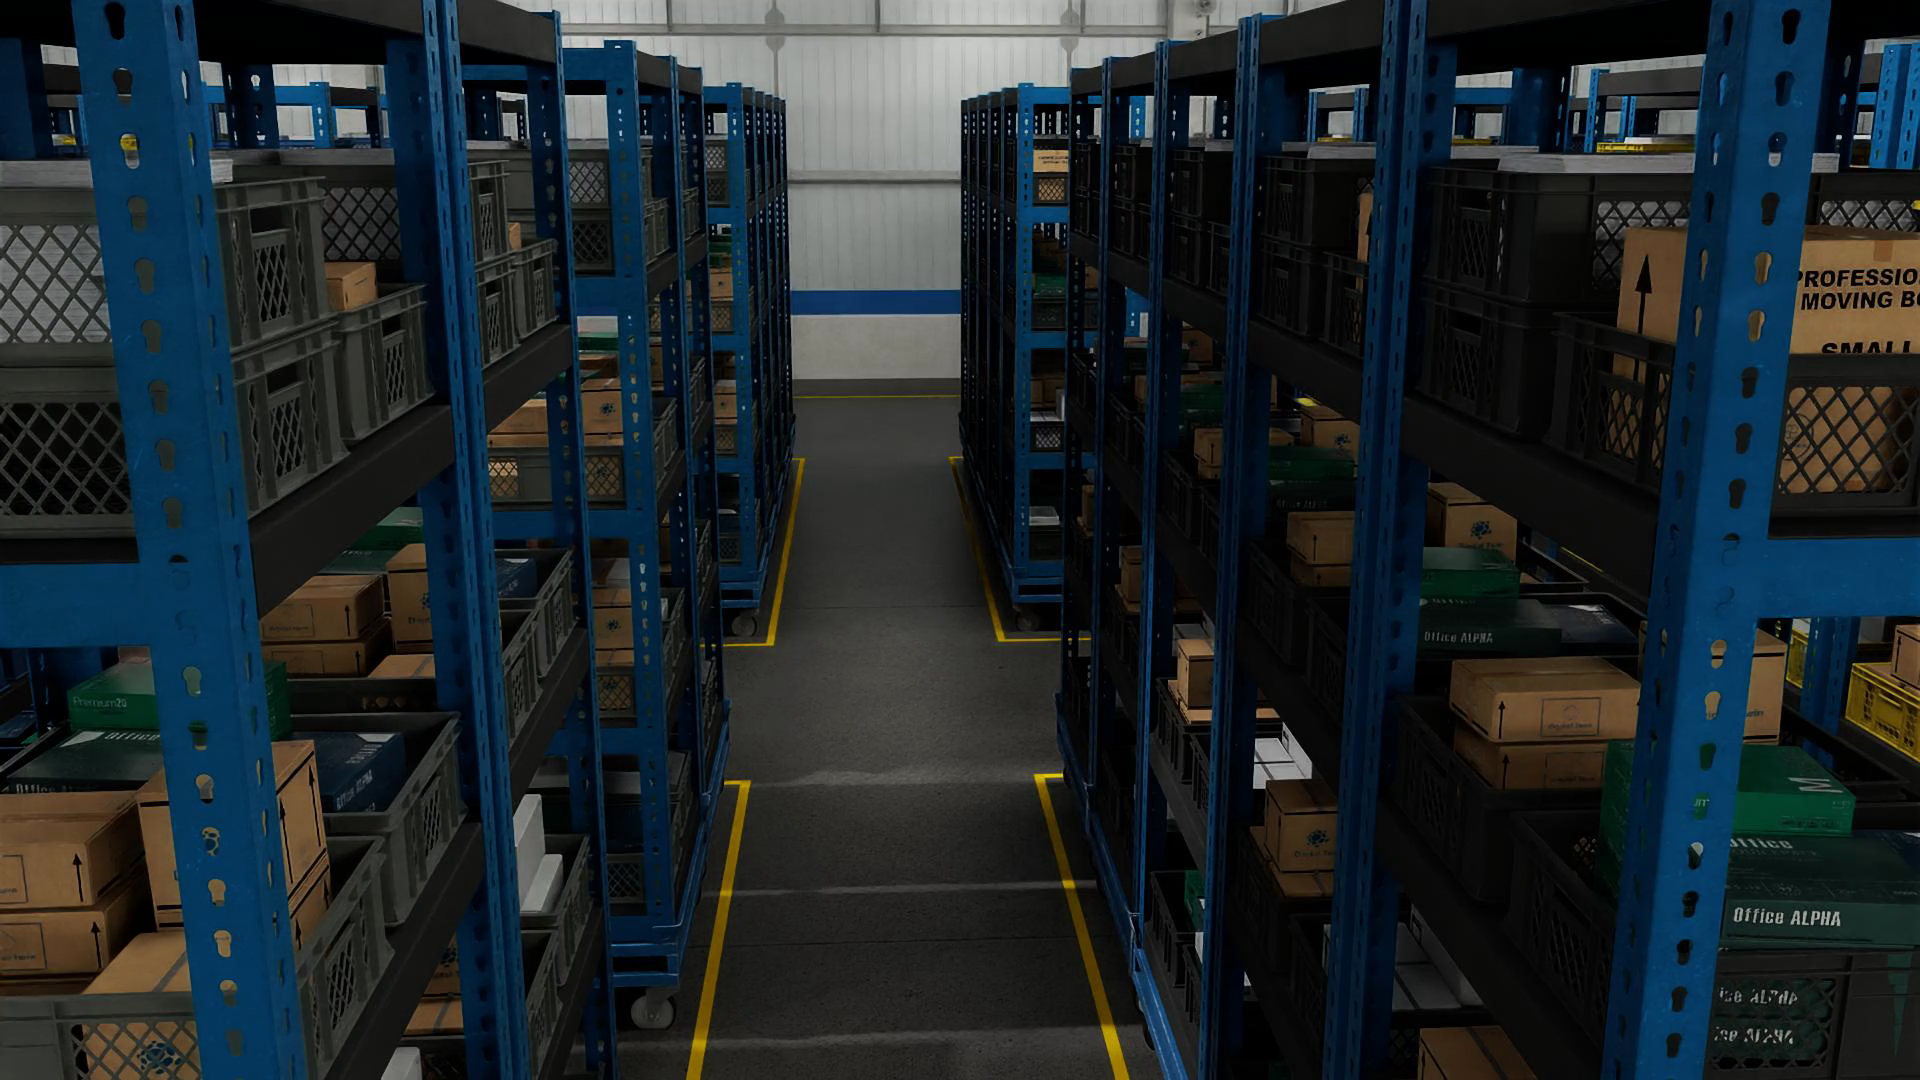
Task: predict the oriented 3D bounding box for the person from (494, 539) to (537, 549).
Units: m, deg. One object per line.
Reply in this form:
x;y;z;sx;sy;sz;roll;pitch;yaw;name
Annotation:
-2.310;0.270;8.542;0.387;1.992;0.625;6;15;22;person

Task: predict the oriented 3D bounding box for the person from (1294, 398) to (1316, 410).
1.931;0.086;9.620;0.588;1.833;0.404;-10;17;-35;person
